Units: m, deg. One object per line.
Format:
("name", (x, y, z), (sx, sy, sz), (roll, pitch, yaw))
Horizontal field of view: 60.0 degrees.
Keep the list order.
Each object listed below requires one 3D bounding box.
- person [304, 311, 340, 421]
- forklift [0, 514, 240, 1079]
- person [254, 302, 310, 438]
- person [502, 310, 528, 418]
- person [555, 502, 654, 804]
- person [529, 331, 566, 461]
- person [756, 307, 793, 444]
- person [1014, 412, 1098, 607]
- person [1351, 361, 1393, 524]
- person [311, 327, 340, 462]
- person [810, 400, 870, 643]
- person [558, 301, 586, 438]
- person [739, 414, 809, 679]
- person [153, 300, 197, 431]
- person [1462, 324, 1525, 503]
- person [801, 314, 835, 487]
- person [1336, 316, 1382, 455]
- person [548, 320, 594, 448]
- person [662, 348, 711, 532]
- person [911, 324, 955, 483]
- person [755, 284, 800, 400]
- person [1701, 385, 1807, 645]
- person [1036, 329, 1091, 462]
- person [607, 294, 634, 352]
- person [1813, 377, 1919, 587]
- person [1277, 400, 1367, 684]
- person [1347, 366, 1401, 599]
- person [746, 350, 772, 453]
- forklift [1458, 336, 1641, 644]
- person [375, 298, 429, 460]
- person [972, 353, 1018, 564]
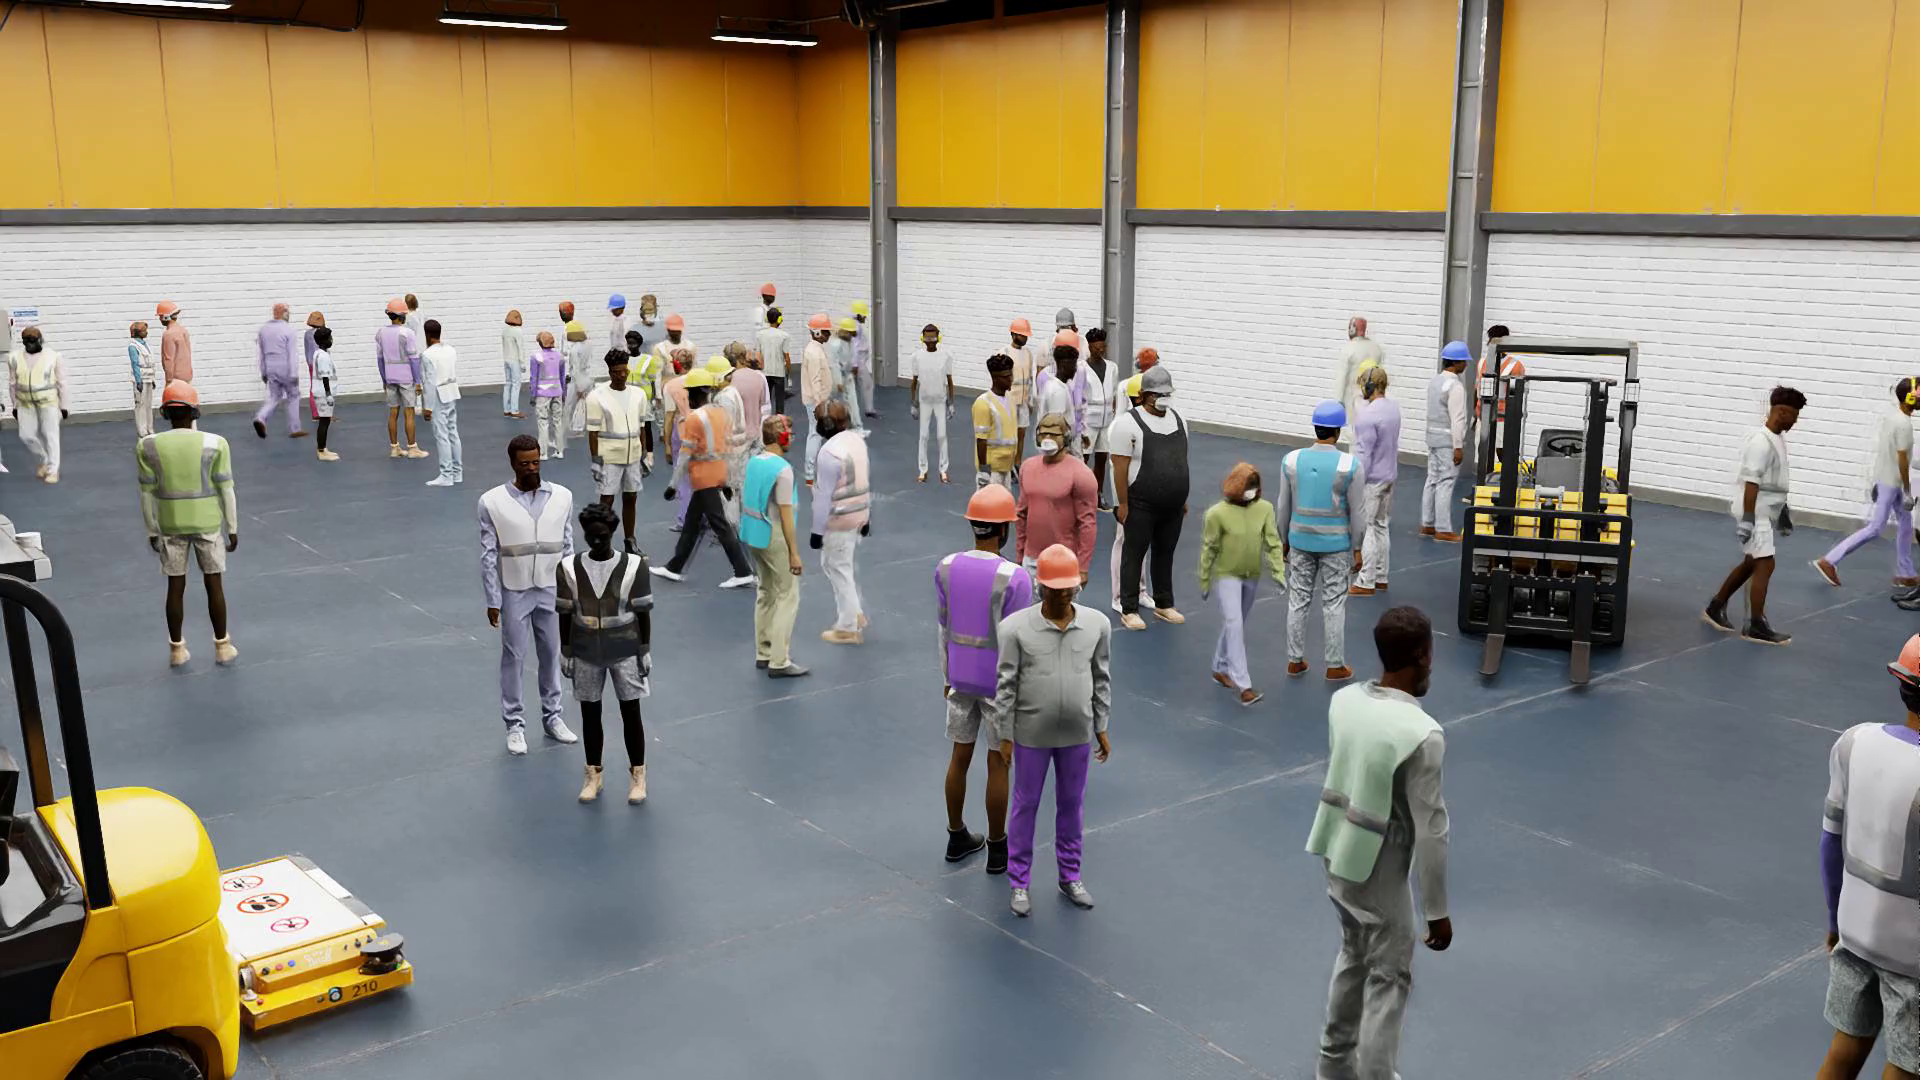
("person", (-9.476, -2.564, 24.602), (0.498, 1.634, 0.283), (8, 14, 33))
("forklift", (-3.687, 1.115, 5.480), (2.313, 2.155, 1.214), (-9, 15, -36))
("person", (-9.366, -2.316, 22.832), (0.653, 1.882, 0.697), (5, 13, 22))
("person", (-6.730, -2.652, 25.077), (0.321, 1.623, 0.512), (-11, 16, -43))
("person", (-1.939, 0.617, 9.114), (0.536, 1.690, 0.319), (0, 12, -2))
("person", (-5.195, -1.817, 21.012), (0.313, 1.631, 0.524), (10, 15, 40))
("person", (-2.482, -2.178, 22.216), (0.521, 1.857, 0.343), (4, 12, 18))
("person", (0.598, 0.134, 10.834), (0.635, 1.939, 0.359), (11, 16, 42))
("person", (4.067, -0.935, 16.587), (0.497, 1.688, 0.902), (11, 16, 43))
("person", (-7.999, -1.837, 20.970), (0.321, 1.693, 0.539), (-6, 13, -25))
("person", (-0.898, -0.130, 12.388), (0.445, 1.823, 0.651), (4, 12, 17))
("person", (-5.362, -2.355, 22.991), (0.359, 1.884, 0.573), (-1, 12, -2))
("person", (-1.299, 0.046, 11.526), (0.424, 1.831, 0.586), (-7, 14, -31))
("person", (-10.155, -2.104, 21.541), (0.413, 1.984, 0.624), (-1, 12, -3))
("person", (5.740, -1.337, 17.872), (0.368, 1.967, 0.602), (-8, 14, -33))
("person", (-1.620, -1.599, 19.108), (0.398, 1.986, 0.607), (-1, 12, -5))
("person", (4.822, -1.736, 19.997), (0.648, 1.890, 0.674), (-7, 14, -32))
("person", (-5.021, -2.049, 21.965), (0.862, 1.708, 0.492), (3, 12, 12))
("person", (-2.683, -0.981, 16.477), (0.378, 1.838, 0.560), (11, 16, 43))
("person", (-0.319, -1.586, 19.344), (0.512, 1.861, 0.325), (0, 12, 0))
("person", (-3.032, -3.218, 27.142), (0.949, 1.895, 0.549), (3, 12, 13))
("person", (6.009, -0.215, 12.583), (0.672, 1.918, 0.661), (8, 14, 34))
("person", (1.040, -1.062, 16.403), (0.613, 2.029, 0.409), (-9, 15, -38))
("person", (-4.871, -2.588, 24.009), (0.422, 1.931, 0.693), (-6, 13, -26))
("person", (7.838, -0.482, 14.109), (0.940, 1.830, 0.511), (4, 12, 18))
("person", (2.477, 0.015, 11.389), (0.617, 1.946, 0.393), (7, 14, 31))
("person", (3.441, -0.481, 13.850), (0.377, 1.927, 0.635), (8, 14, 35))
("person", (-2.250, -1.302, 18.531), (0.316, 1.630, 0.510), (-1, 12, -5))
("forklift", (4.683, -0.471, 13.136), (1.214, 2.155, 2.313), (4, 12, 20))
("person", (-7.067, -2.034, 21.050), (0.605, 2.045, 0.376), (5, 13, 21))
("person", (0.322, -0.663, 14.616), (0.369, 1.965, 0.608), (6, 13, 28))
